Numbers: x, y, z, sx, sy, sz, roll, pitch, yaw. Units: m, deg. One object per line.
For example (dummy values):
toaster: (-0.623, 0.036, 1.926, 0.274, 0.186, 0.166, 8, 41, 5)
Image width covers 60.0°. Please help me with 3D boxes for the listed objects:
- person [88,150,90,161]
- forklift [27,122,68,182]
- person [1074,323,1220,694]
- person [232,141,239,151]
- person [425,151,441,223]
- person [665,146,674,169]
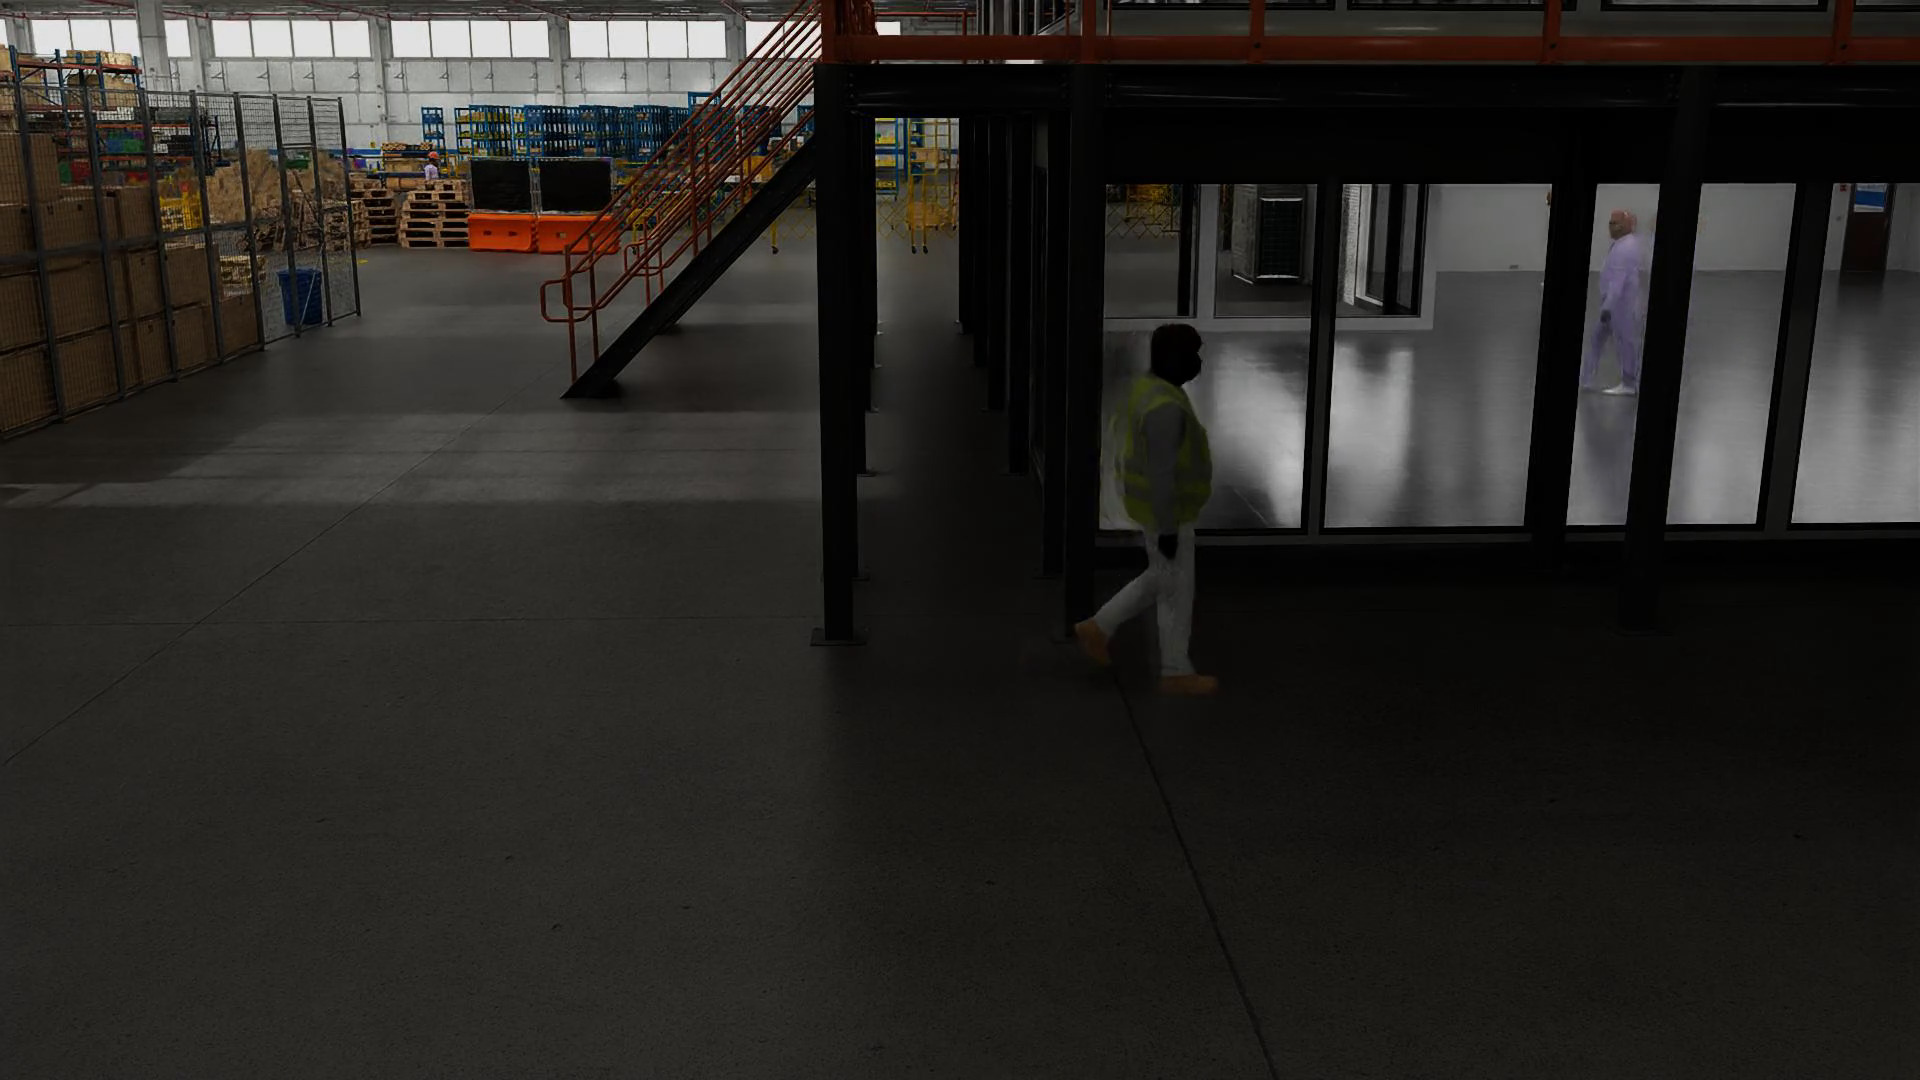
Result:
person: (-39.847, -17.332, 76.515, 0.351, 1.941, 0.545, -2, 14, -7)
forklift: (-35.376, -14.773, 64.377, 1.129, 2.768, 1.873, -1, 14, -2)
person: (0.931, -0.143, 8.047, 0.631, 1.825, 0.639, 0, 14, 2)
person: (-36.829, -19.396, 84.864, 1.000, 1.900, 0.617, 9, 16, 31)
person: (-13.874, -9.223, 43.932, 0.421, 2.032, 0.611, -11, 18, -37)
person: (-13.454, -17.240, 76.450, 0.923, 1.782, 0.612, 1, 14, 4)
